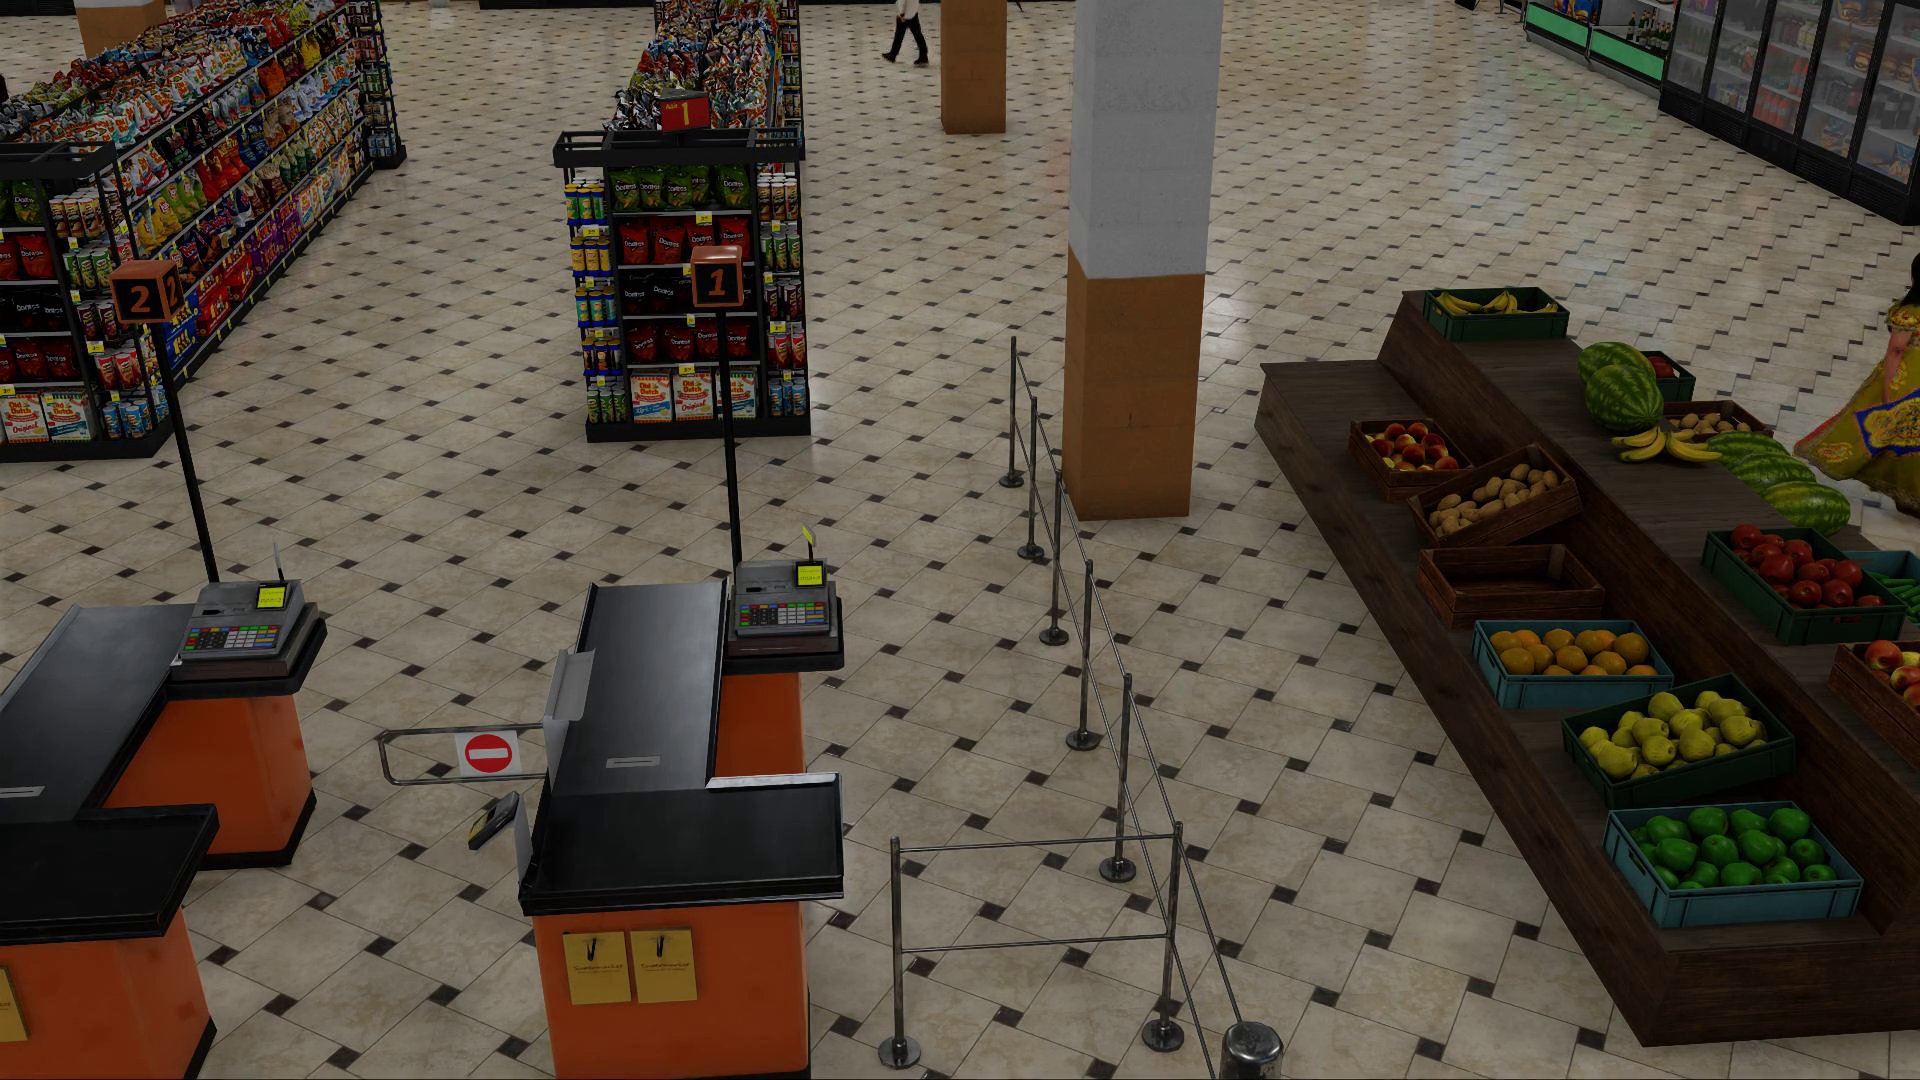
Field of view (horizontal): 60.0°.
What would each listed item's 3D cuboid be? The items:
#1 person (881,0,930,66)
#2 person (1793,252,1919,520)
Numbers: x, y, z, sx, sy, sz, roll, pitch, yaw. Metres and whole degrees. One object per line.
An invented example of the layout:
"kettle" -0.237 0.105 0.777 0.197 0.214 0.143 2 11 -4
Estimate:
"person" -0.645 -7.136 22.534 1.012 1.422 0.970 19 33 33
"person" 5.784 -0.900 10.024 0.821 1.614 1.222 -4 27 -8
